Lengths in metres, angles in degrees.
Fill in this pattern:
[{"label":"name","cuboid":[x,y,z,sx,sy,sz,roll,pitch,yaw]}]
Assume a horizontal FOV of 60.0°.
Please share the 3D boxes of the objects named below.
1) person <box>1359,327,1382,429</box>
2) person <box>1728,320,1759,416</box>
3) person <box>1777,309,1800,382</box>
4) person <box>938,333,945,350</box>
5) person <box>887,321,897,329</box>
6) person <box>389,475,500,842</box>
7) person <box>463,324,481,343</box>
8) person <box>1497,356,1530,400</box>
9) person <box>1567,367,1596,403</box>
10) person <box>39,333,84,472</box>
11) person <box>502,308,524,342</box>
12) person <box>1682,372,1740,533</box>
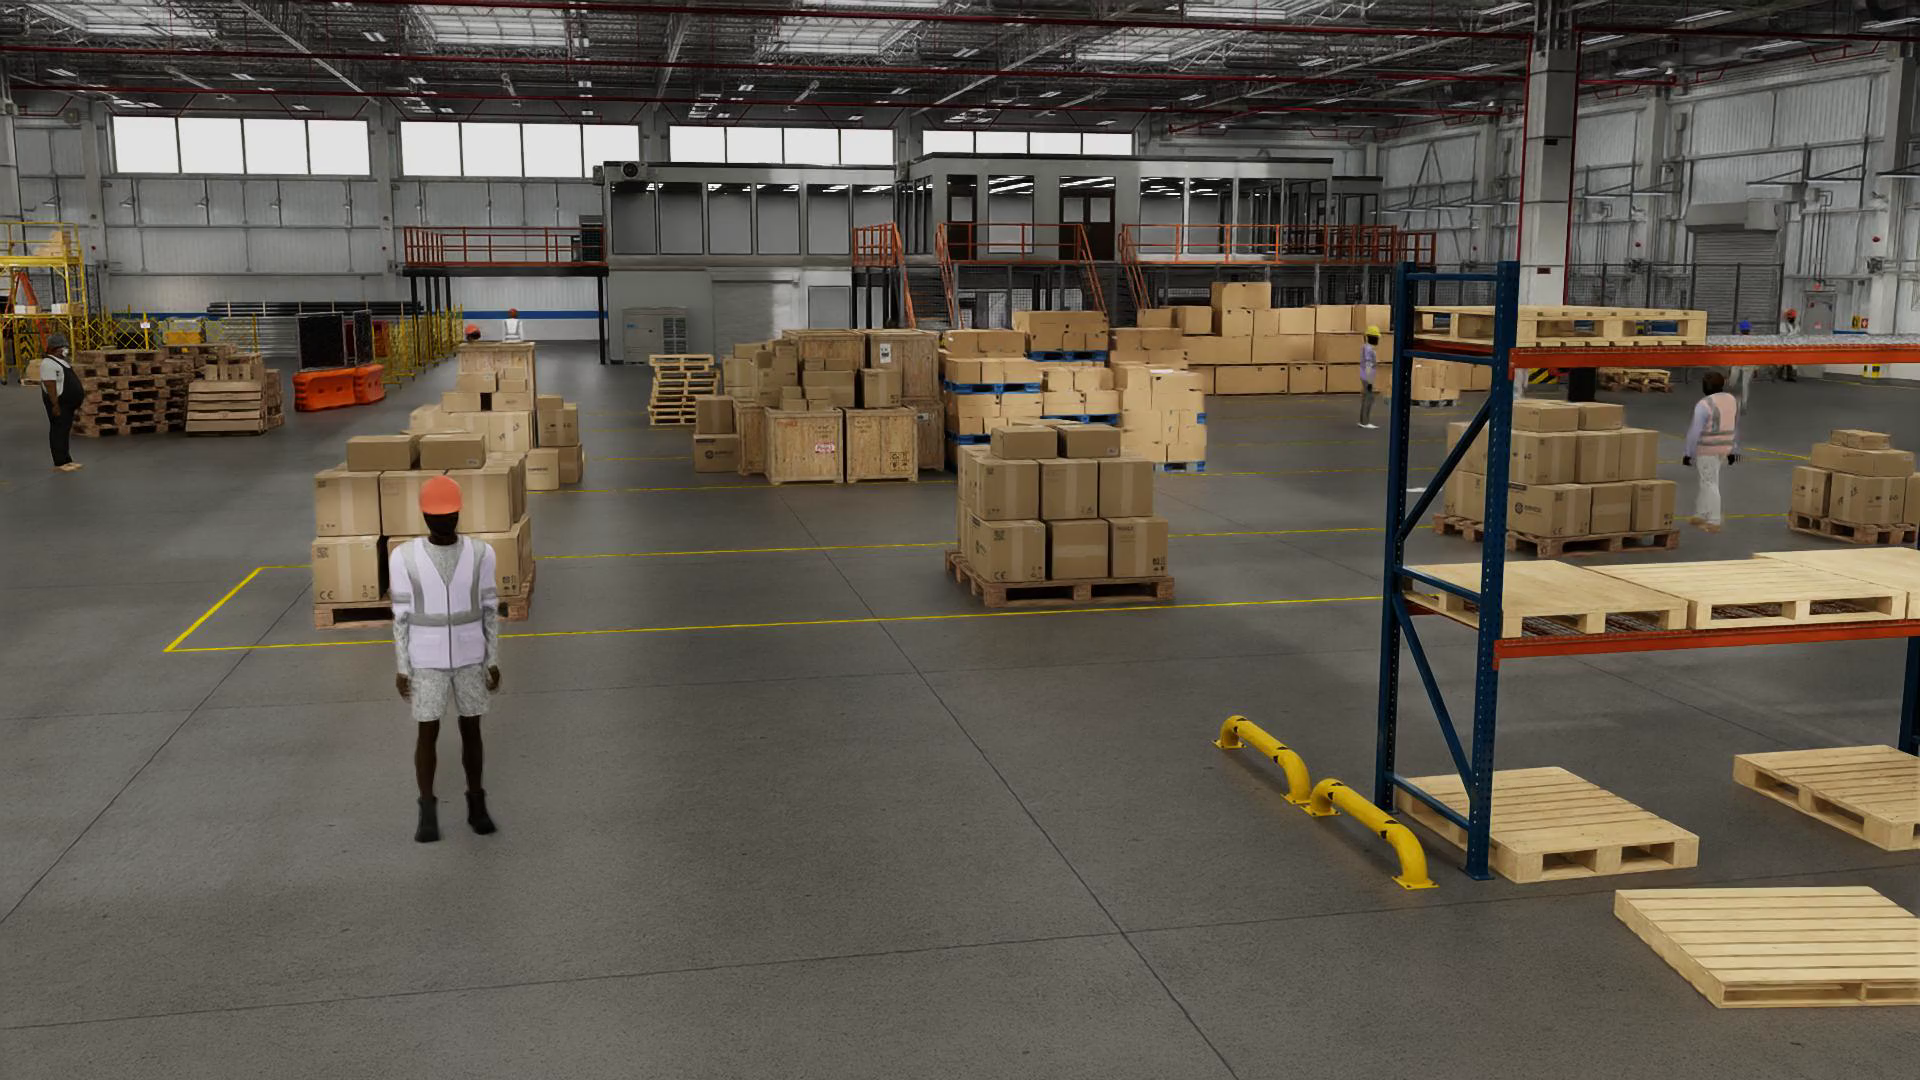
[{"label":"person","cuboid":[7.675,-3.027,31.124,0.362,1.898,0.716,2,10,13]},{"label":"person","cuboid":[15.867,-3.478,33.716,0.614,1.932,0.482,6,11,34]},{"label":"person","cuboid":[21.799,-5.104,43.650,0.599,1.916,0.408,-4,10,-22]},{"label":"person","cuboid":[-0.252,-2.705,29.226,0.394,1.859,0.506,4,10,21]},{"label":"person","cuboid":[-1.582,-4.053,37.613,0.962,1.793,0.640,5,11,29]},{"label":"person","cuboid":[-2.691,0.617,8.734,0.550,1.935,0.370,-4,10,-24]},{"label":"person","cuboid":[-8.573,-2.781,29.250,0.639,1.994,1.037,-8,12,-40]},{"label":"person","cuboid":[9.639,-2.708,29.038,0.645,1.926,0.608,-1,9,-4]},{"label":"person","cuboid":[9.406,-2.094,25.113,0.637,1.980,0.561,-8,12,-39]},{"label":"person","cuboid":[-13.225,-2.030,24.550,0.536,2.000,0.672,-2,10,-13]},{"label":"person","cuboid":[-12.374,-5.475,46.060,0.614,1.871,0.469,0,9,-2]},{"label":"person","cuboid":[8.493,-1.011,19.005,0.657,1.814,0.766,-5,10,-27]}]
